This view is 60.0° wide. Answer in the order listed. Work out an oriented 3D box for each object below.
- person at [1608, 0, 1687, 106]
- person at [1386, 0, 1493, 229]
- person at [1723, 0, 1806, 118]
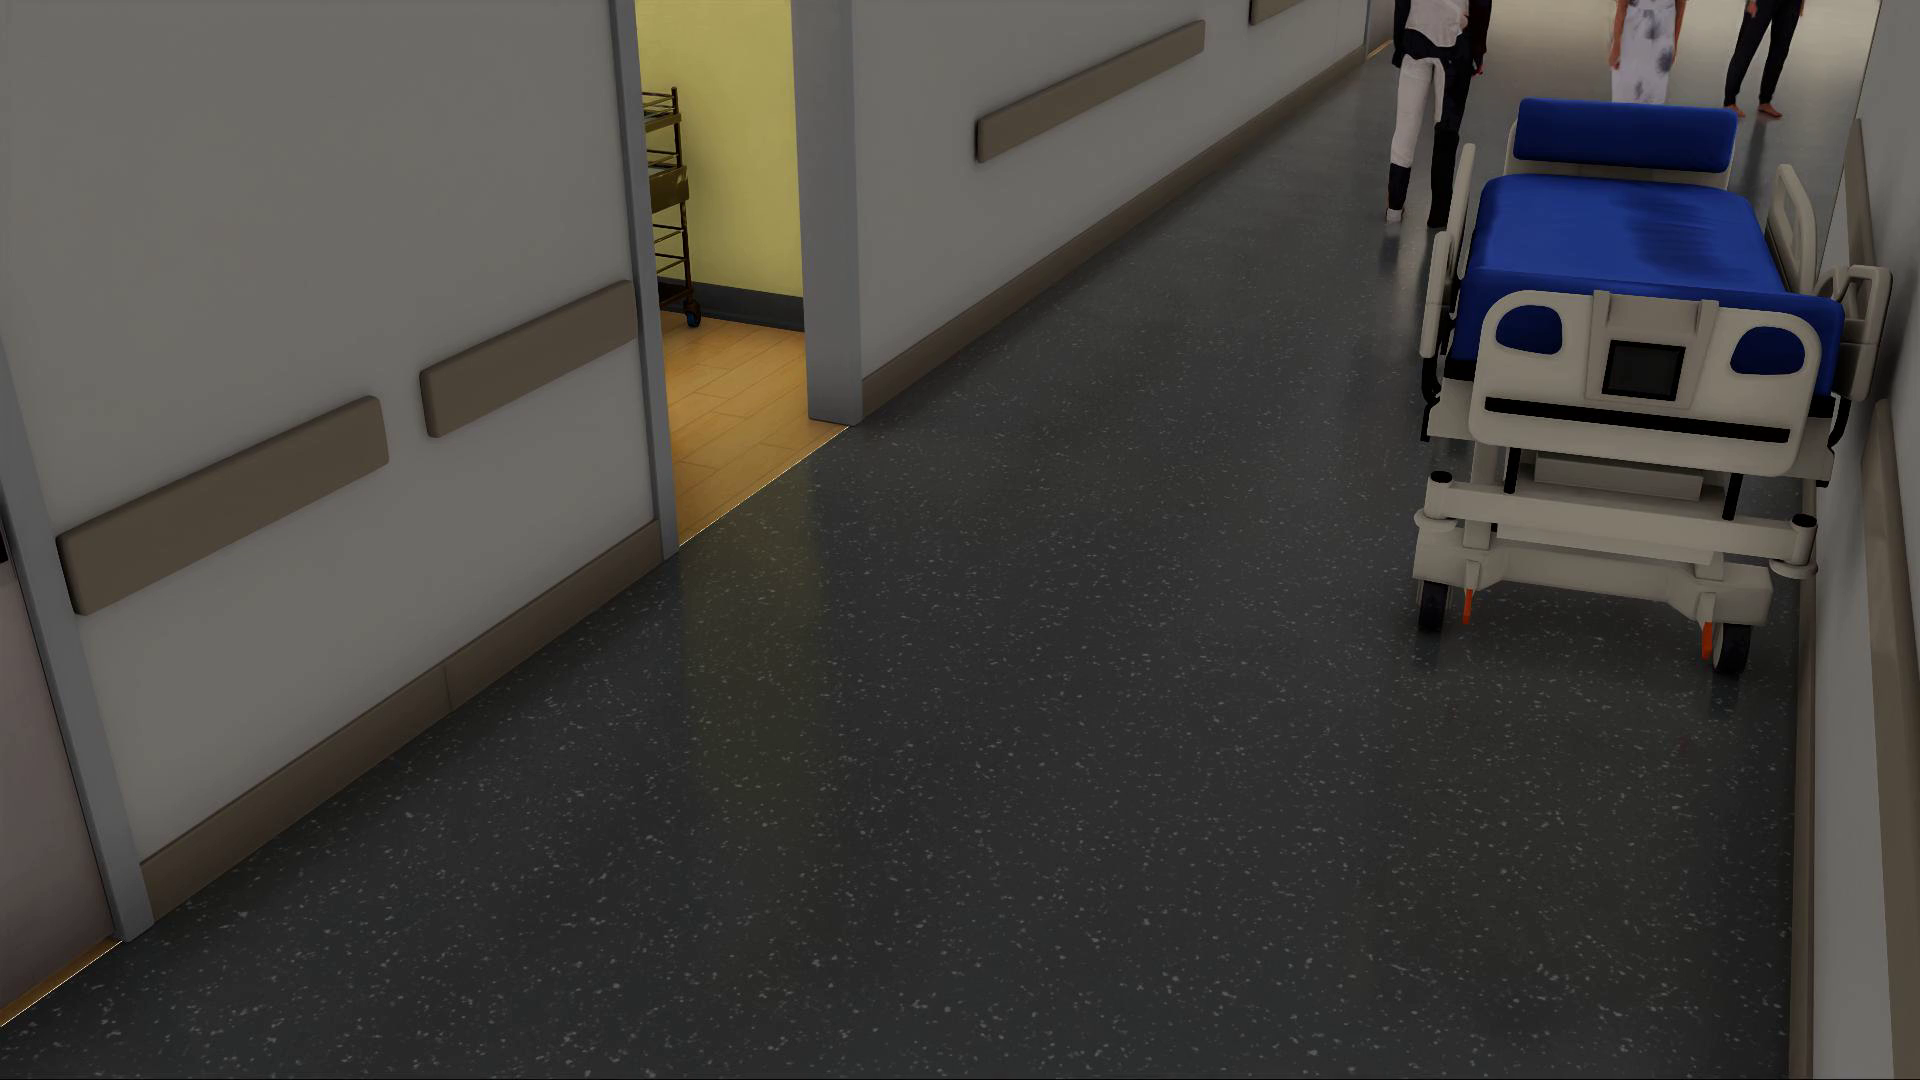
[{"bbox_3d":[4.025,-2.950,9.847,0.644,1.741,0.700,5,26,10],"label":"person"},{"bbox_3d":[2.617,-2.685,9.123,0.557,1.893,0.760,15,30,28],"label":"person"},{"bbox_3d":[5.816,-3.905,11.847,0.630,1.724,0.740,-3,26,-5],"label":"person"}]
